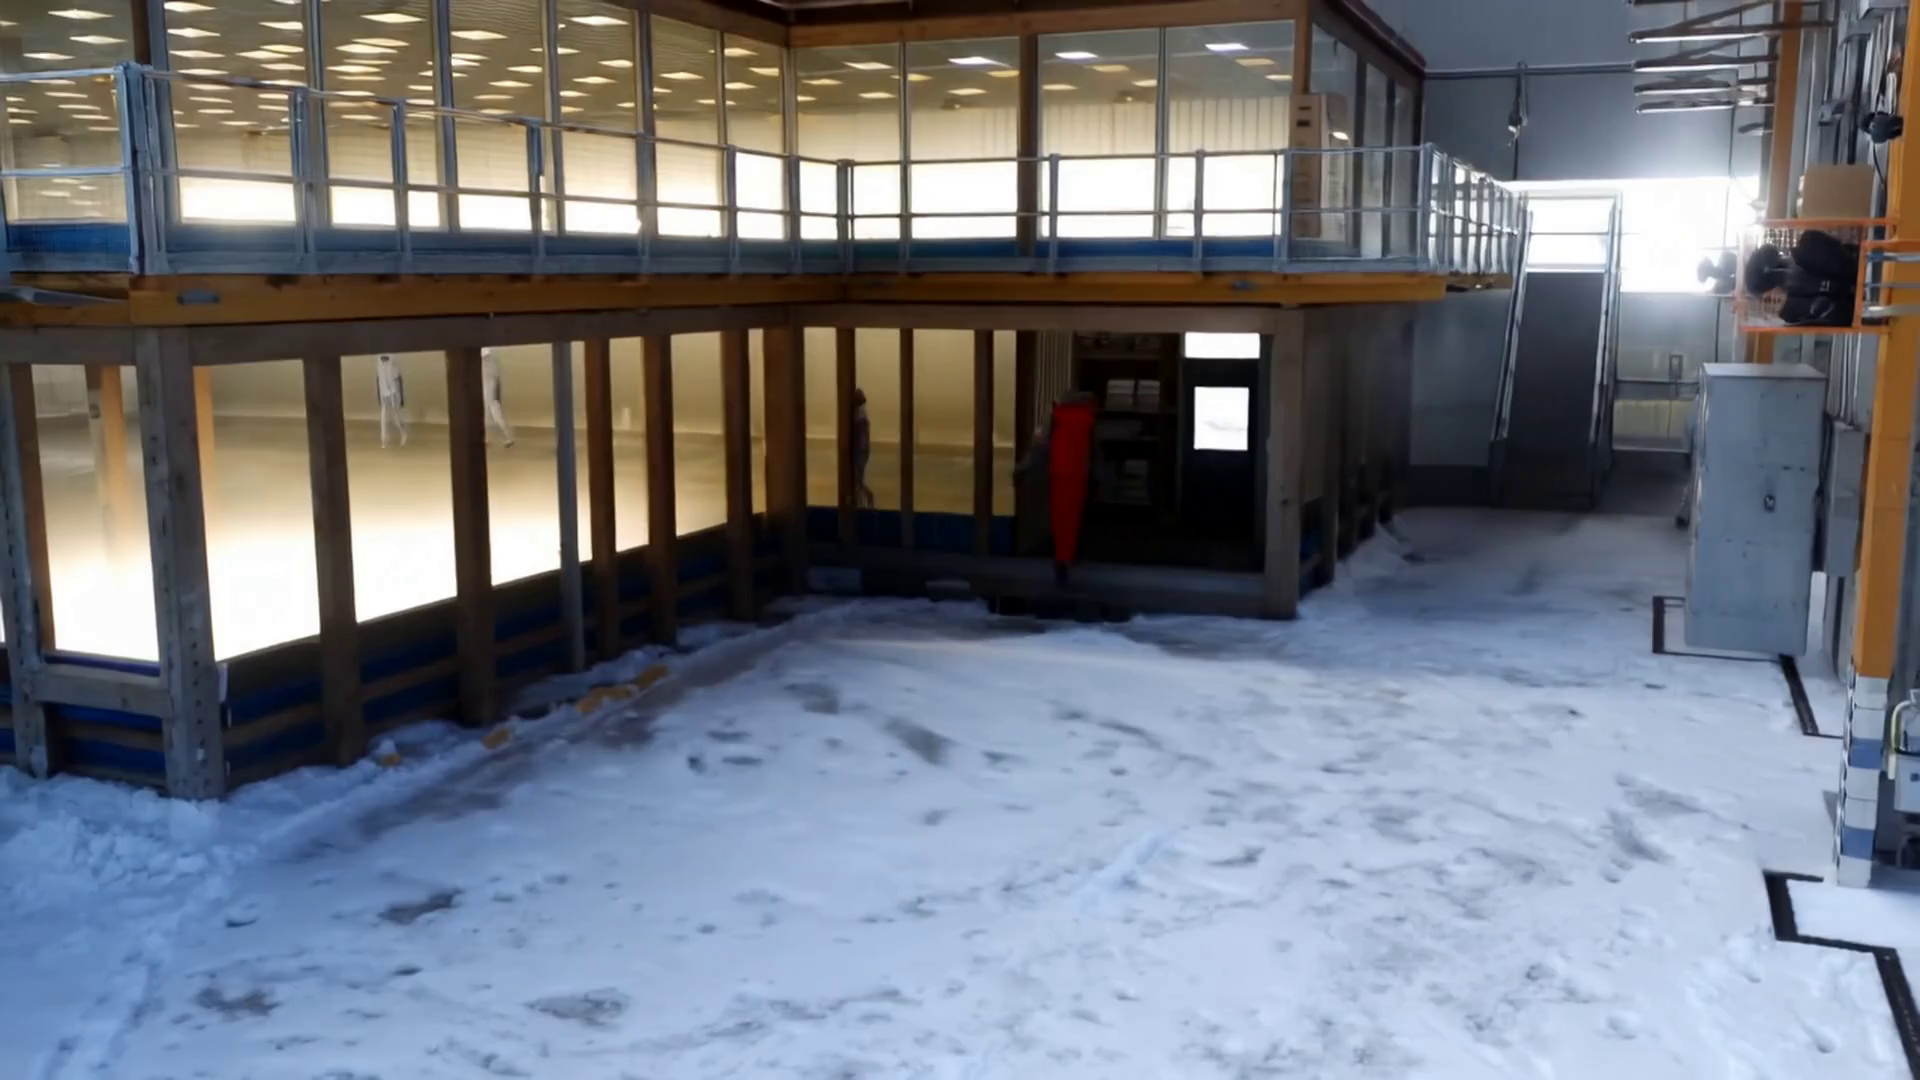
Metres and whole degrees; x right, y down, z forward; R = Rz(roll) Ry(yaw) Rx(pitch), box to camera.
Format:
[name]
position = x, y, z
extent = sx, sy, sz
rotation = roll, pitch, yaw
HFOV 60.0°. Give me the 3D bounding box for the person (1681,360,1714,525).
[person]
position = 8.966, -1.158, 19.985
extent = 0.608, 1.987, 0.405
rotation = -6, 11, -32
